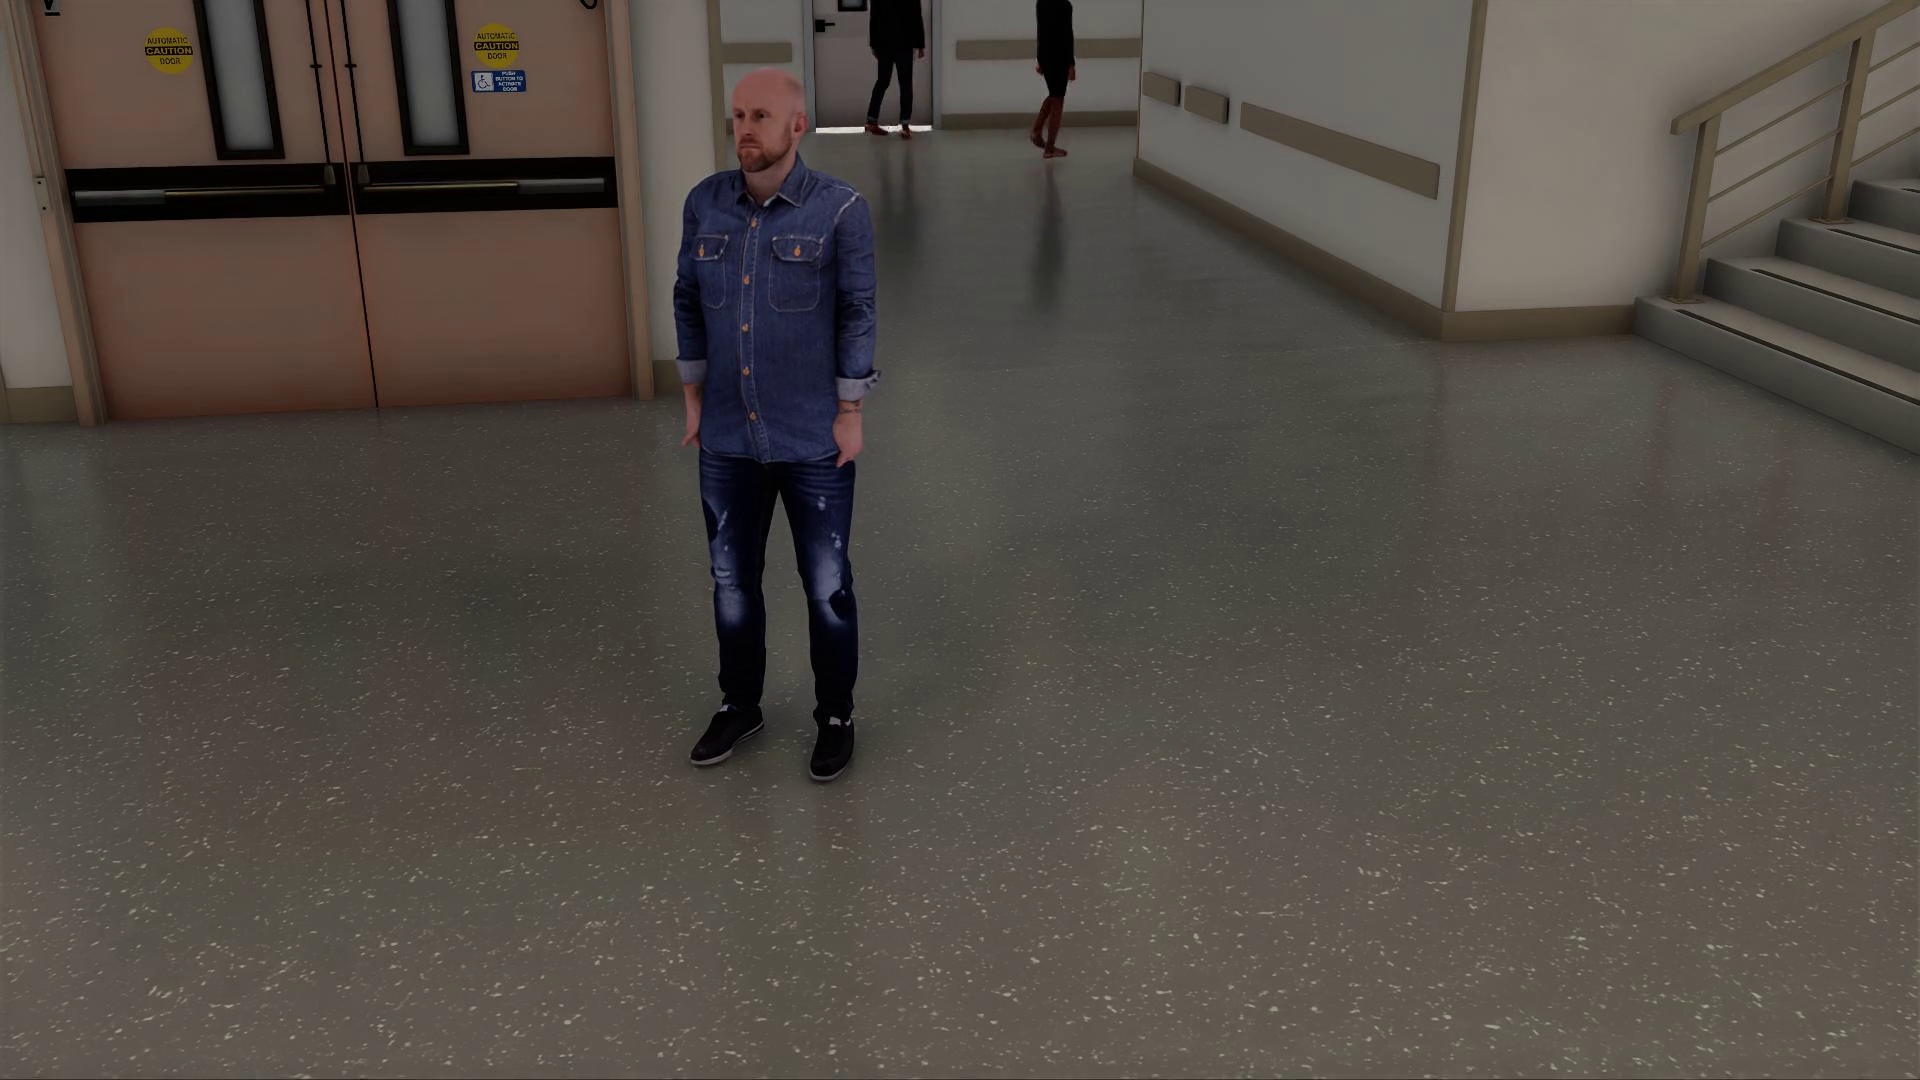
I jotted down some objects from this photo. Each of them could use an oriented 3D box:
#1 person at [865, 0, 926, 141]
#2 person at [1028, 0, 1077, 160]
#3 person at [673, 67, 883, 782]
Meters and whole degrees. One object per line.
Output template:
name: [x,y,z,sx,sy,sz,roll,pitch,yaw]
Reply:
person: [-0.638,-4.905,16.534,0.838,1.804,0.938,5,21,14]
person: [0.787,-4.353,15.207,0.773,1.710,0.734,-13,24,-30]
person: [-0.475,-0.275,4.276,0.701,1.826,0.854,6,21,15]
